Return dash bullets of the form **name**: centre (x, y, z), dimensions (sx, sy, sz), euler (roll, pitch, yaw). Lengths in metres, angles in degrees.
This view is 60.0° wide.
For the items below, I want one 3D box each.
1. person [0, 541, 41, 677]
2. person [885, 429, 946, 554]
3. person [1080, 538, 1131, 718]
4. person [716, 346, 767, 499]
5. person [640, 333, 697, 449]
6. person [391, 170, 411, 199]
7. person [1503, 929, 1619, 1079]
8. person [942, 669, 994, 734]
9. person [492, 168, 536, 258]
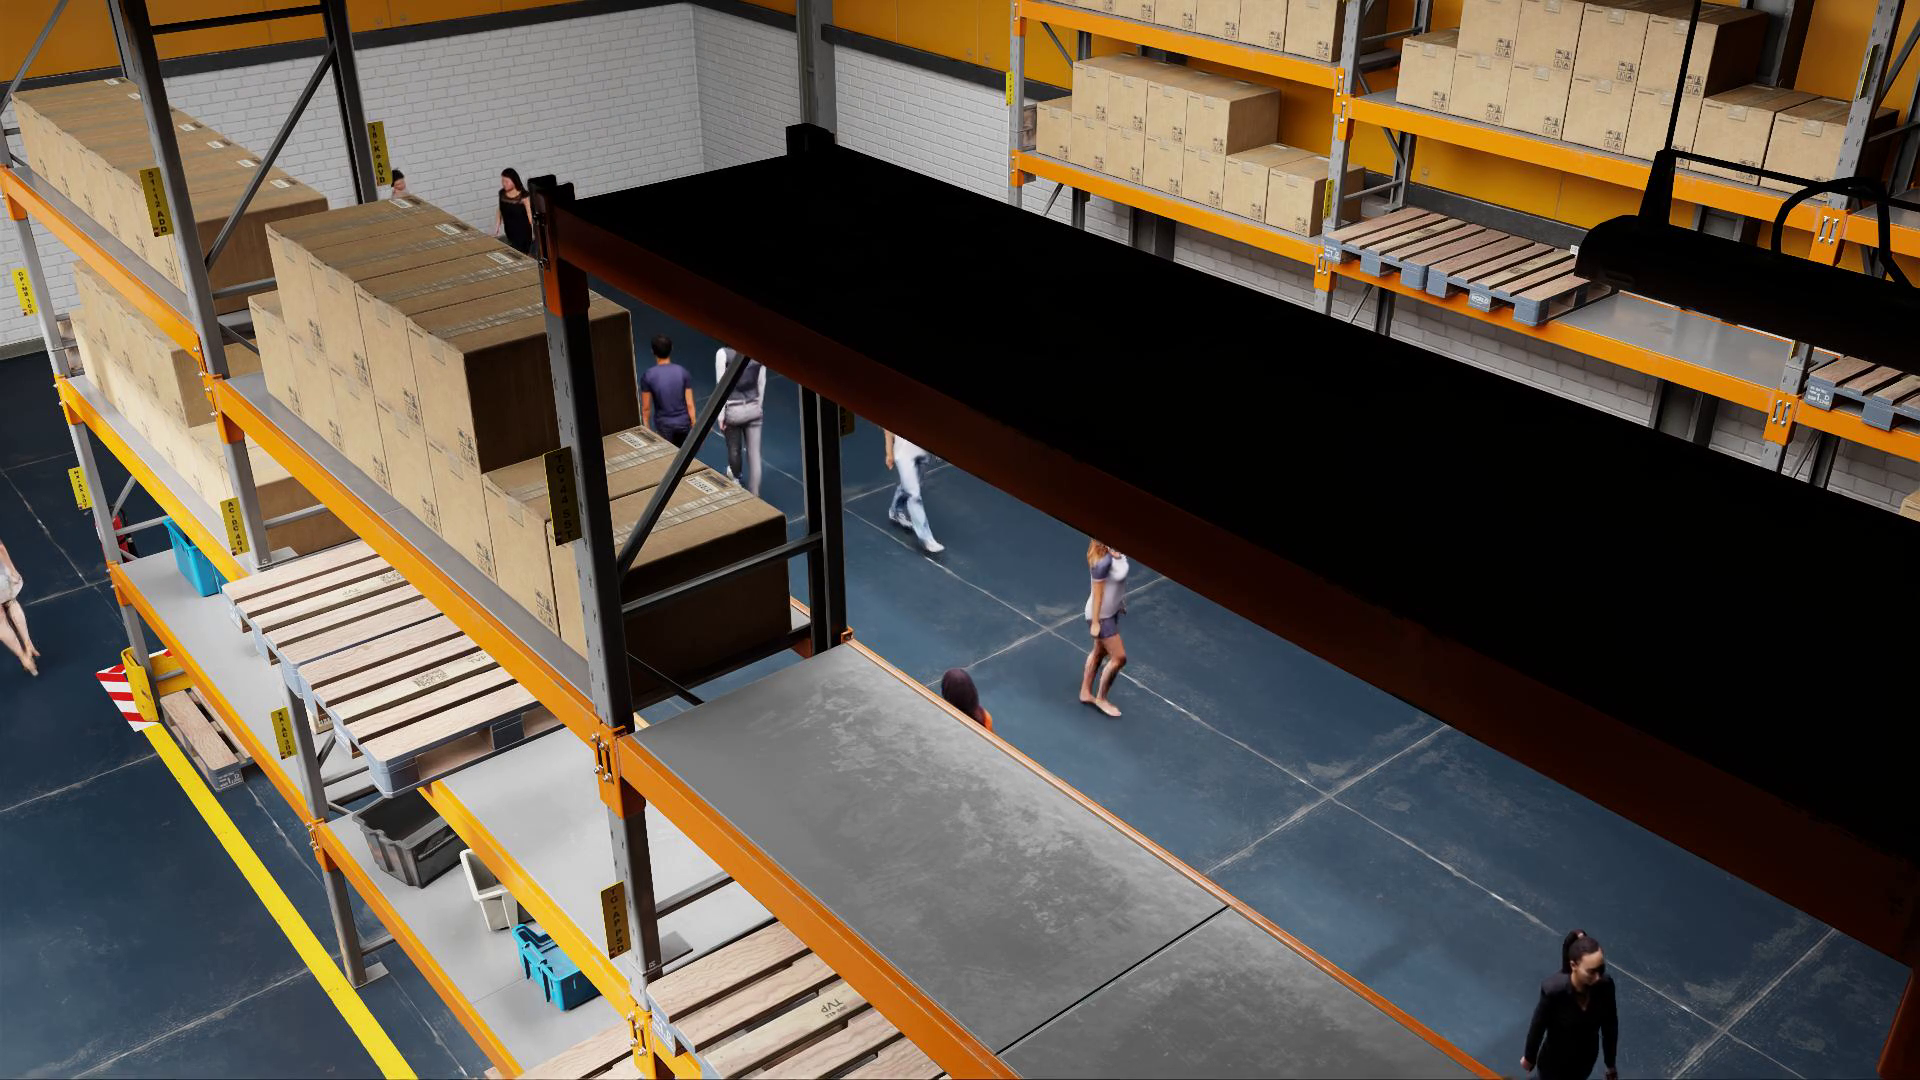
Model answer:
- **person**: centre (-7.611, 0.364, 12.953), dimensions (0.700, 1.735, 0.766), euler (-14, 31, -23)
- **person**: centre (-0.472, -0.836, 15.066), dimensions (0.705, 1.818, 1.166), euler (-20, 34, -32)
- **person**: centre (1.016, 0.540, 12.655), dimensions (0.766, 1.712, 0.732), euler (11, 31, 20)
- **person**: centre (-2.007, -1.149, 15.551), dimensions (0.954, 1.904, 1.244), euler (-11, 30, -19)
- **person**: centre (-2.654, -0.998, 15.438), dimensions (0.884, 1.746, 1.221), euler (-11, 30, -19)
- **person**: centre (-6.791, -3.708, 20.409), dimensions (0.826, 1.744, 0.752), euler (-5, 29, -10)
- **person**: centre (3.137, 2.696, 8.737), dimensions (0.896, 1.678, 1.153), euler (-8, 30, -14)
- **person**: centre (0.014, 1.591, 10.689), dimensions (0.706, 1.749, 0.710), euler (-13, 31, -23)
- **person**: centre (-5.417, -3.796, 20.643), dimensions (1.058, 1.675, 0.949), euler (16, 32, 27)
